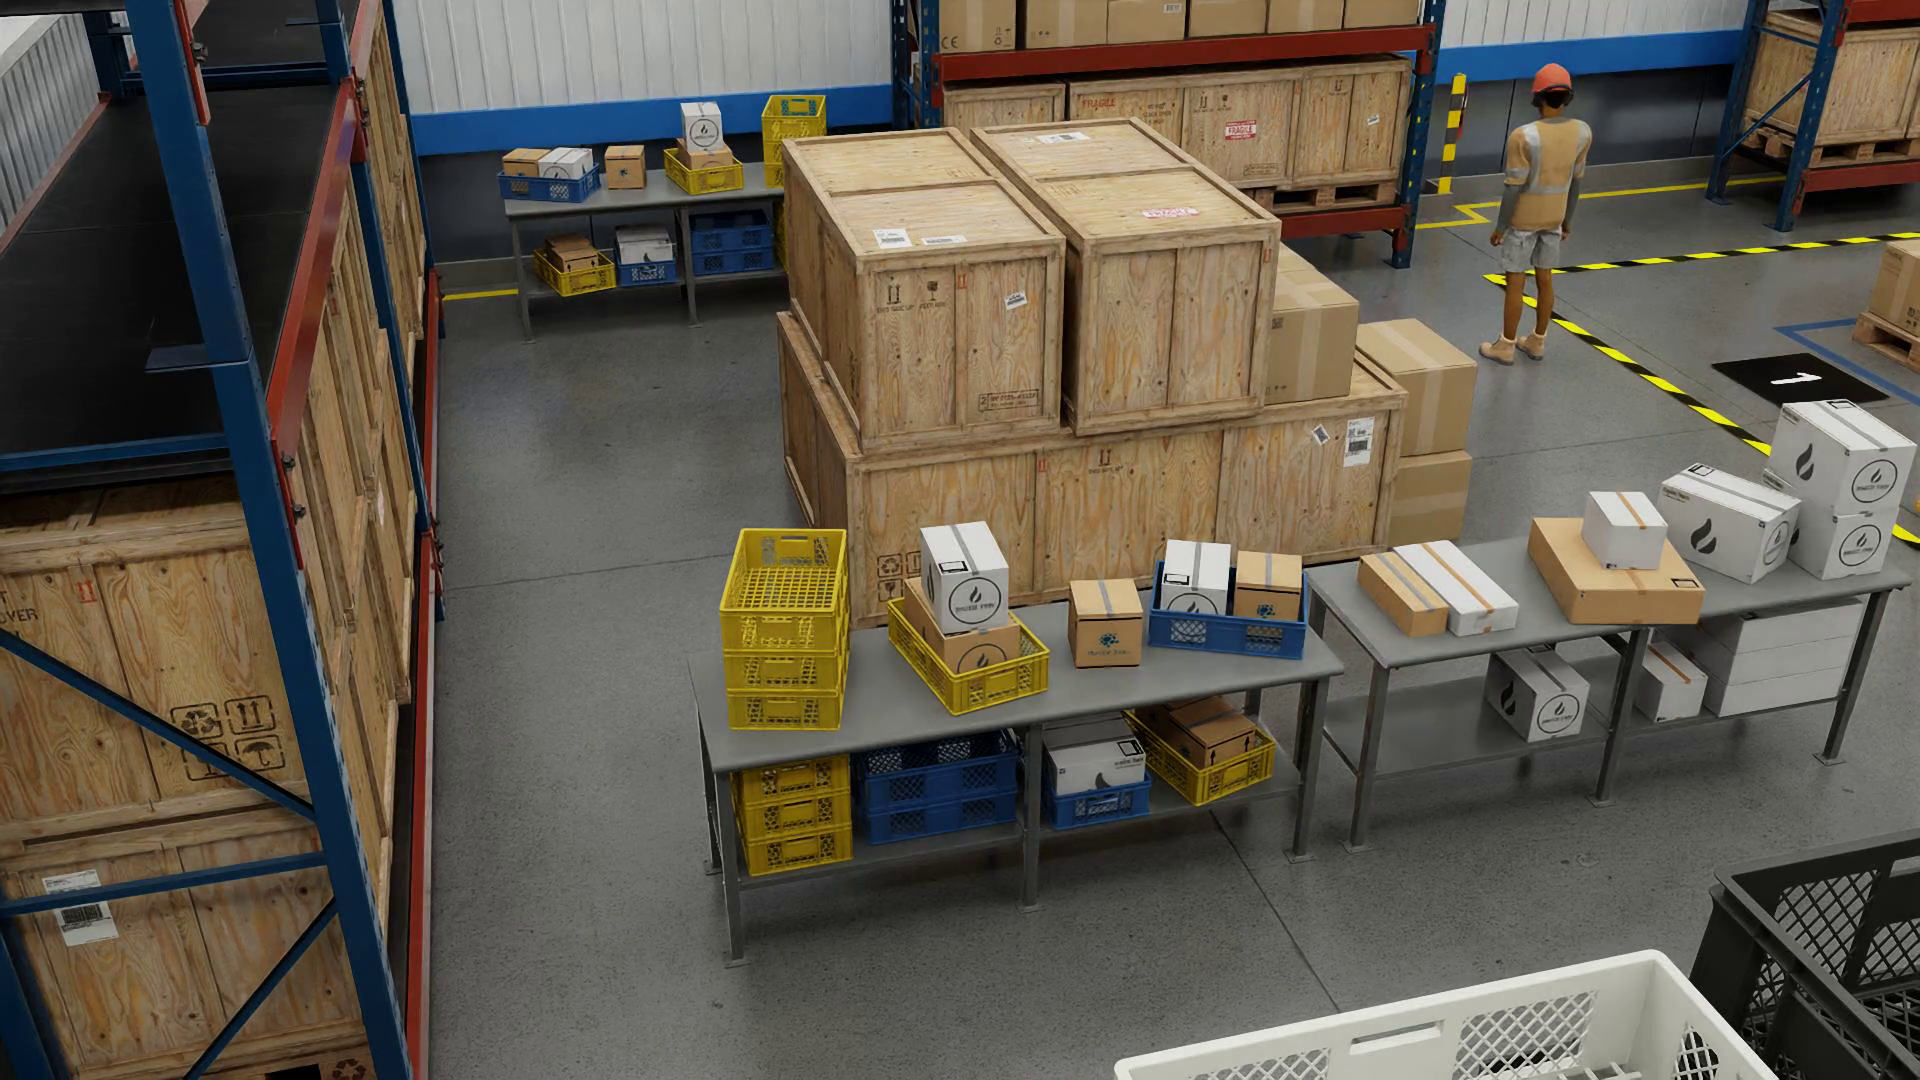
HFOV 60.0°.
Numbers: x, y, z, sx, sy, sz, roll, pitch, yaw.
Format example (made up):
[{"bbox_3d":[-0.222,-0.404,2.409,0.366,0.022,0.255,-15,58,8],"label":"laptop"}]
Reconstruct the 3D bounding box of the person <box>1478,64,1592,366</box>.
[{"bbox_3d":[3.865,-2.178,11.246,0.608,2.030,0.405,-9,30,-15],"label":"person"}]

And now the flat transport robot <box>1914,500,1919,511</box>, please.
[{"bbox_3d":[6.160,-0.049,9.177,0.652,0.197,1.431,-18,33,-29],"label":"flat transport robot"}]
